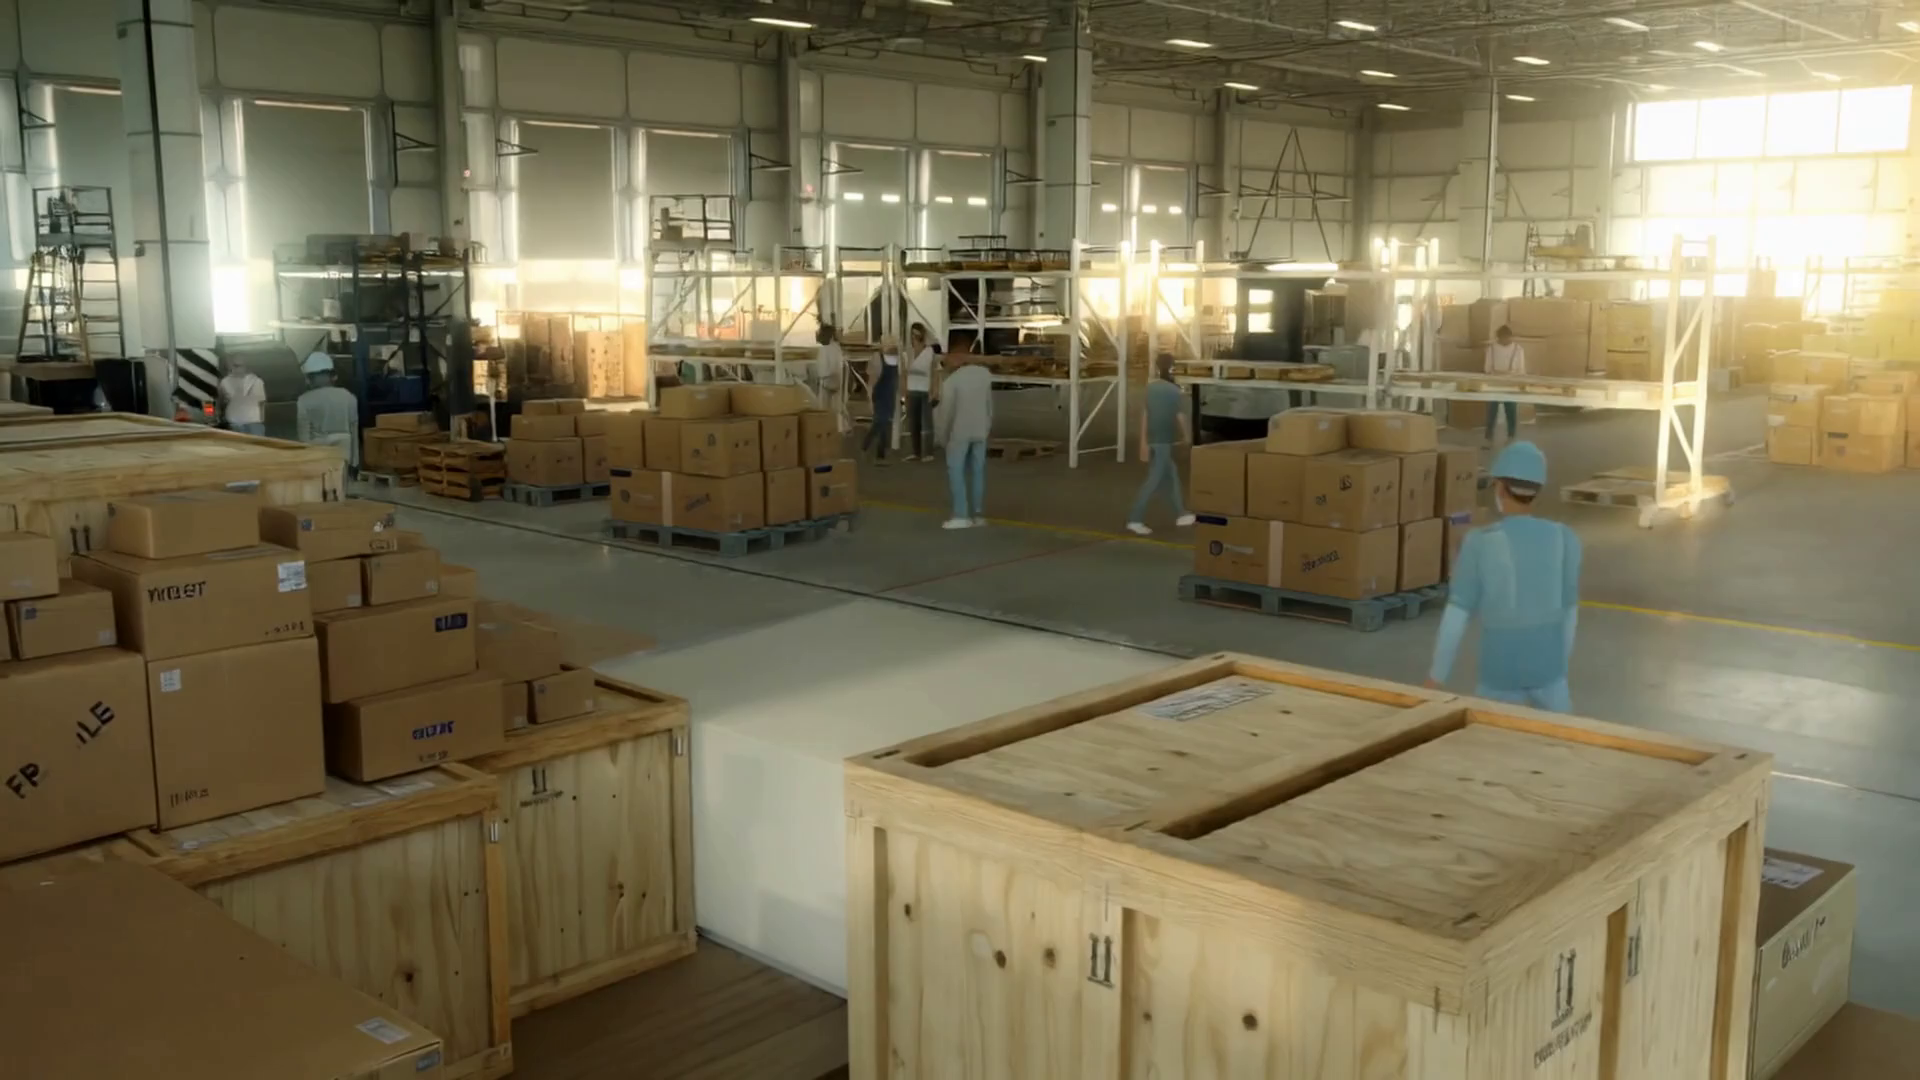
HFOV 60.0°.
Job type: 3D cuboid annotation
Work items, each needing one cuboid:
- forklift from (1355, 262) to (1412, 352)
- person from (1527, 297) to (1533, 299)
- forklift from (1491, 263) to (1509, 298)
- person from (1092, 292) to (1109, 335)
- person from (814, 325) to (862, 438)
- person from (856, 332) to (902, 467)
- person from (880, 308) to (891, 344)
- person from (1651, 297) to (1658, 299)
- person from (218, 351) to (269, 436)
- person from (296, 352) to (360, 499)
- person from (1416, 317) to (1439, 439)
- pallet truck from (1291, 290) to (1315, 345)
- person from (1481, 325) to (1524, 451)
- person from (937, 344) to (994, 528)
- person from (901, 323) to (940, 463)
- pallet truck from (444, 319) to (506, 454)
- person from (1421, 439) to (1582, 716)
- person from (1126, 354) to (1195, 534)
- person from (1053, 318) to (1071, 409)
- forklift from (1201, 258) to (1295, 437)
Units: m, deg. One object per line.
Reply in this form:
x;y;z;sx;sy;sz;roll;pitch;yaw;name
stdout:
10.647;-5.760;42.863;1.129;2.768;1.873;-6;11;-33;forklift
14.707;-5.290;42.912;0.427;1.918;0.562;-3;10;-20;person
14.960;-6.327;46.335;1.873;2.768;1.129;3;10;17;forklift
4.350;-6.688;51.469;0.544;1.930;0.389;1;9;5;person
-1.958;-2.445;25.854;0.851;1.809;0.627;-7;11;-36;person
-1.086;-1.883;22.362;0.531;1.809;0.605;7;12;39;person
-1.978;-5.343;44.132;0.313;1.634;0.515;1;9;7;person
18.158;-5.394;43.521;0.629;1.931;0.356;-7;12;-37;person
-8.540;-1.398;19.767;0.559;1.677;0.487;0;9;-1;person
-5.621;-0.704;14.800;0.406;1.919;0.594;7;11;36;person
7.206;-2.495;25.810;0.463;1.911;0.678;0;9;2;person
11.297;-6.951;52.861;1.885;1.965;0.823;-5;11;-29;pallet truck
7.997;-2.237;24.483;0.587;1.834;0.997;6;11;33;person
0.088;-1.051;17.047;0.691;1.899;0.387;-7;11;-36;person
-0.545;-2.024;22.896;0.596;1.918;0.380;7;11;35;person
-6.981;-1.942;22.150;1.885;1.965;0.823;1;9;9;pallet truck
2.353;0.550;7.072;0.748;1.938;0.526;-3;10;-17;person
2.060;-0.971;16.800;1.015;1.803;0.487;-5;11;-29;person
2.001;-3.334;31.487;0.485;1.738;0.320;-2;10;-13;person
4.840;-3.124;26.697;1.129;2.768;1.873;9;13;43;forklift
